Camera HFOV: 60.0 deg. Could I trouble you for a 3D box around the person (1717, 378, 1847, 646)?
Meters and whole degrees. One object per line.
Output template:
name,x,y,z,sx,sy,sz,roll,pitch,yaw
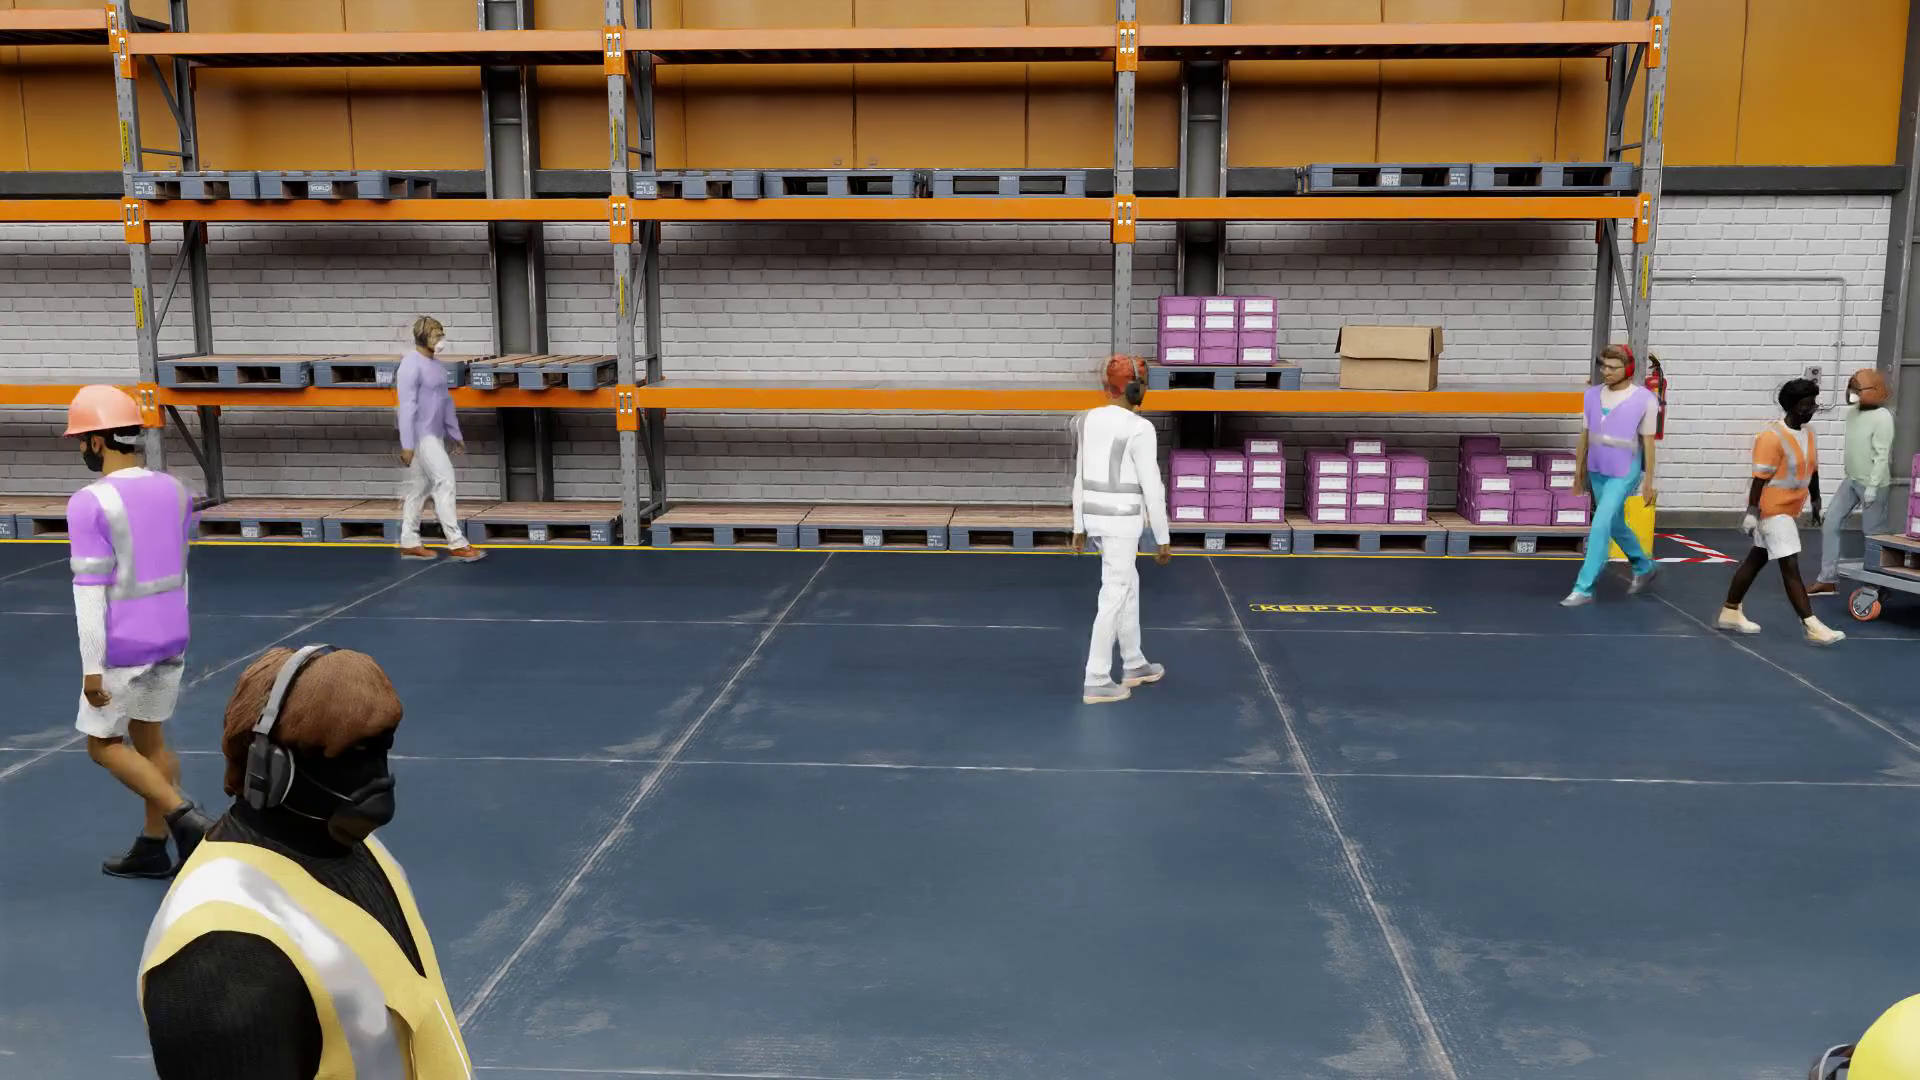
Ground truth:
person,5.090,-0.177,10.217,0.599,1.637,0.835,-8,13,-40

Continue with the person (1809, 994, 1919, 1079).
person,0.871,1.246,1.546,0.314,1.767,0.534,8,12,38

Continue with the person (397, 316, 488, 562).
person,-4.018,-0.772,12.927,0.875,1.904,0.653,0,10,2

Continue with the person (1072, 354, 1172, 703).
person,0.948,-0.066,8.957,0.788,1.854,0.600,-6,11,-31

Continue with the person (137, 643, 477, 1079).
person,-0.924,1.055,2.459,0.430,1.840,0.620,-1,10,-9

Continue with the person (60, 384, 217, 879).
person,-3.037,0.376,6.215,0.558,1.917,0.544,3,10,17

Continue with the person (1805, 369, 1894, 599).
person,6.121,-0.368,11.429,0.672,1.604,0.520,-1,10,-3

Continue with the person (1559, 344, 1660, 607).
person,4.535,-0.455,11.437,0.961,1.800,0.582,-5,11,-27
